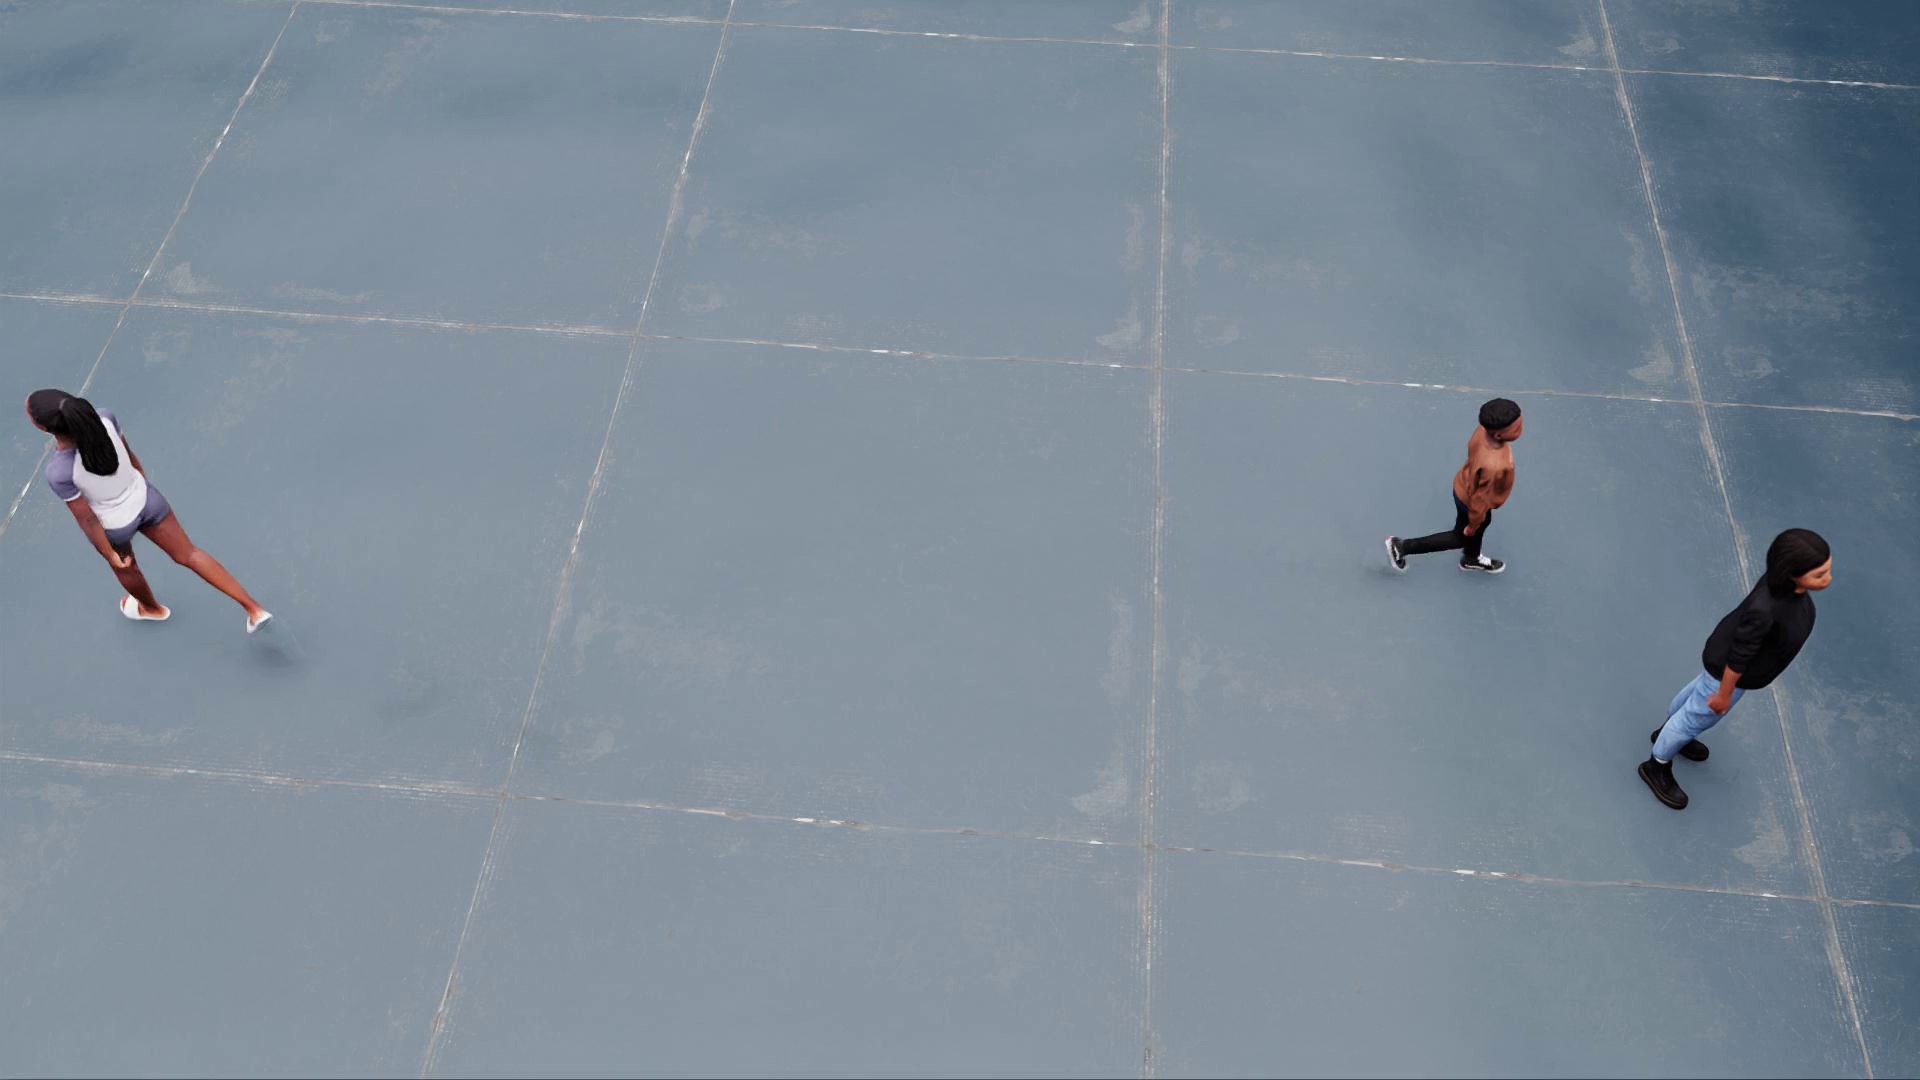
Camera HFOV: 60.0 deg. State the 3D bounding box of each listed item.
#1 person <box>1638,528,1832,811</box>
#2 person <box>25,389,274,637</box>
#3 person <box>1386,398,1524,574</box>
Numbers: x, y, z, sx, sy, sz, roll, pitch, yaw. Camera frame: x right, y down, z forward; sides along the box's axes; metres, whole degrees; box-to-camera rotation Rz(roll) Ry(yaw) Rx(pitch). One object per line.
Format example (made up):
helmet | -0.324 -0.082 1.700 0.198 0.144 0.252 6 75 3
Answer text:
person | 3.321 0.526 7.150 0.697 1.701 0.666 32 59 22
person | -3.739 -0.078 7.624 1.211 1.693 0.840 16 54 12
person | 2.433 -0.224 8.024 0.857 1.238 0.567 7 53 6
